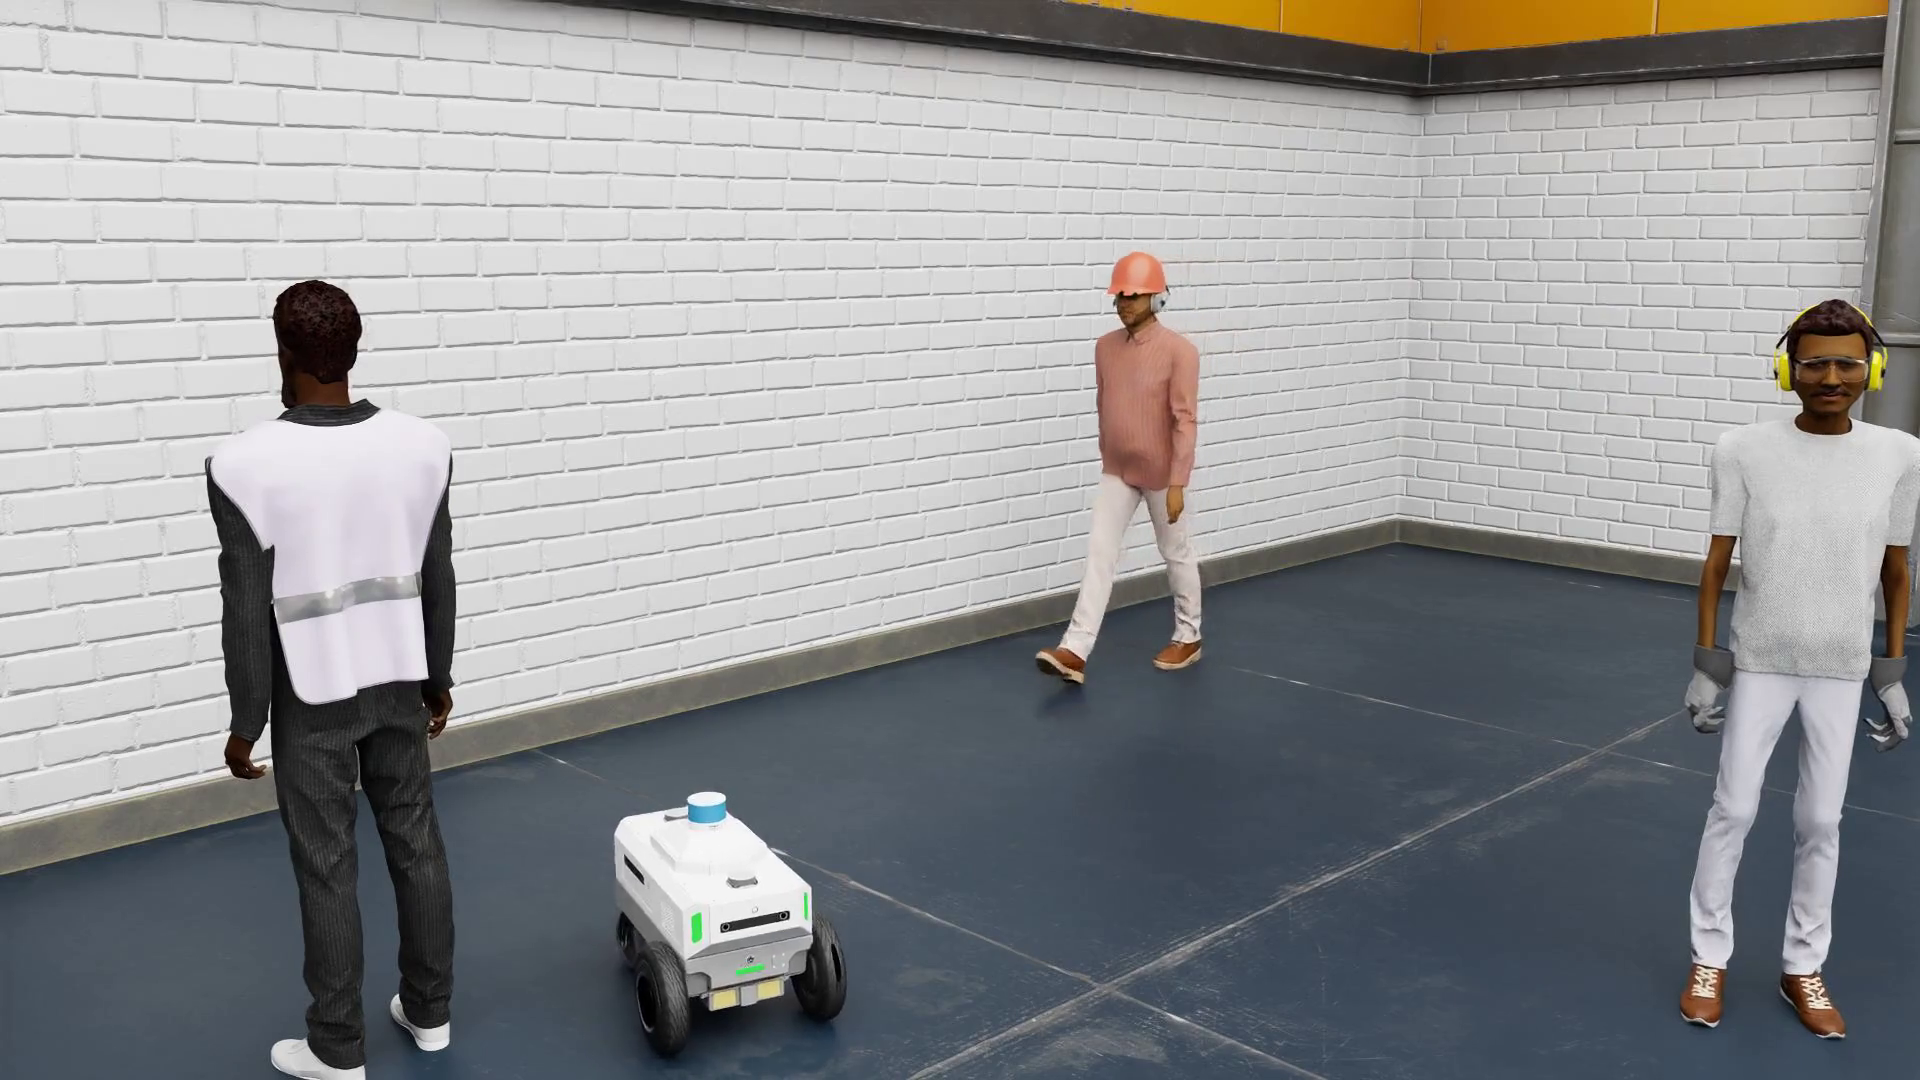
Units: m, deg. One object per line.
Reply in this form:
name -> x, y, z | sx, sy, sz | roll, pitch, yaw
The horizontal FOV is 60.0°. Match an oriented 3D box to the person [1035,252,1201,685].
person -> 0.793, -0.309, 7.486 | 0.636, 1.933, 1.071 | 10, 14, 43

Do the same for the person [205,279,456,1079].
person -> -1.460, 0.352, 3.959 | 0.391, 1.920, 0.593 | 9, 14, 40

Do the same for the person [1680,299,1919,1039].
person -> 2.121, 0.333, 4.195 | 0.518, 1.870, 0.323 | 3, 11, 16

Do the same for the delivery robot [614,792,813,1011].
delivery robot -> -0.662, 0.909, 4.387 | 0.477, 0.478, 0.707 | -5, 12, -27
